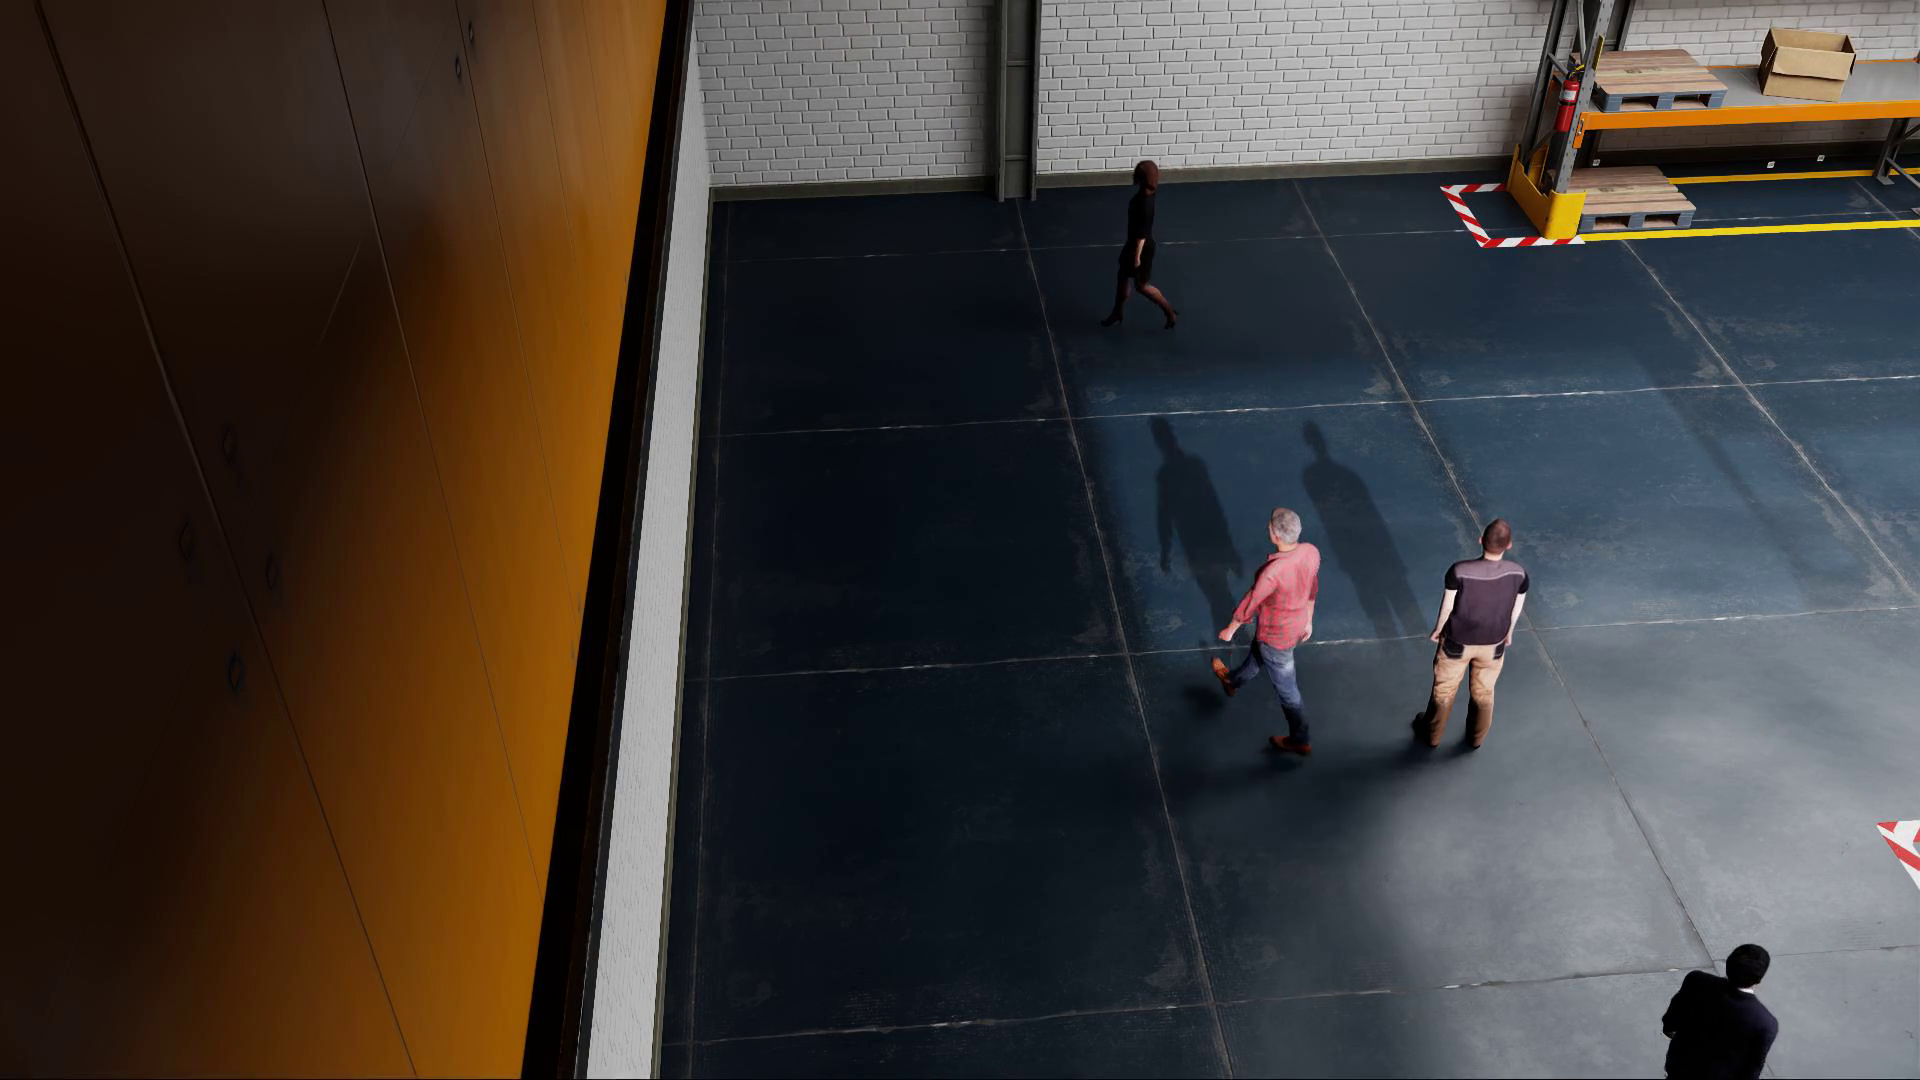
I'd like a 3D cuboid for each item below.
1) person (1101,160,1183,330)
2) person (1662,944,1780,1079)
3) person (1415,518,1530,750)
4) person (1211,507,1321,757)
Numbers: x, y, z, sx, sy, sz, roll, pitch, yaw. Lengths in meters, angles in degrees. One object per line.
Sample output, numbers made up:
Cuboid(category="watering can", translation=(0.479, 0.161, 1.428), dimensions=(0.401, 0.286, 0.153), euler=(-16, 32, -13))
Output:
Cuboid(category="person", translation=(1.681, -2.586, 14.865), dimensions=(1.002, 1.682, 0.701), euler=(3, 39, 4))
Cuboid(category="person", translation=(3.659, 2.665, 8.262), dimensions=(0.833, 1.715, 0.792), euler=(-31, 48, -33))
Cuboid(category="person", translation=(3.316, 0.615, 10.728), dimensions=(0.584, 1.841, 0.779), euler=(3, 39, 4))
Cuboid(category="person", translation=(2.141, 0.639, 10.751), dimensions=(1.237, 1.775, 1.255), euler=(31, 48, 33))
